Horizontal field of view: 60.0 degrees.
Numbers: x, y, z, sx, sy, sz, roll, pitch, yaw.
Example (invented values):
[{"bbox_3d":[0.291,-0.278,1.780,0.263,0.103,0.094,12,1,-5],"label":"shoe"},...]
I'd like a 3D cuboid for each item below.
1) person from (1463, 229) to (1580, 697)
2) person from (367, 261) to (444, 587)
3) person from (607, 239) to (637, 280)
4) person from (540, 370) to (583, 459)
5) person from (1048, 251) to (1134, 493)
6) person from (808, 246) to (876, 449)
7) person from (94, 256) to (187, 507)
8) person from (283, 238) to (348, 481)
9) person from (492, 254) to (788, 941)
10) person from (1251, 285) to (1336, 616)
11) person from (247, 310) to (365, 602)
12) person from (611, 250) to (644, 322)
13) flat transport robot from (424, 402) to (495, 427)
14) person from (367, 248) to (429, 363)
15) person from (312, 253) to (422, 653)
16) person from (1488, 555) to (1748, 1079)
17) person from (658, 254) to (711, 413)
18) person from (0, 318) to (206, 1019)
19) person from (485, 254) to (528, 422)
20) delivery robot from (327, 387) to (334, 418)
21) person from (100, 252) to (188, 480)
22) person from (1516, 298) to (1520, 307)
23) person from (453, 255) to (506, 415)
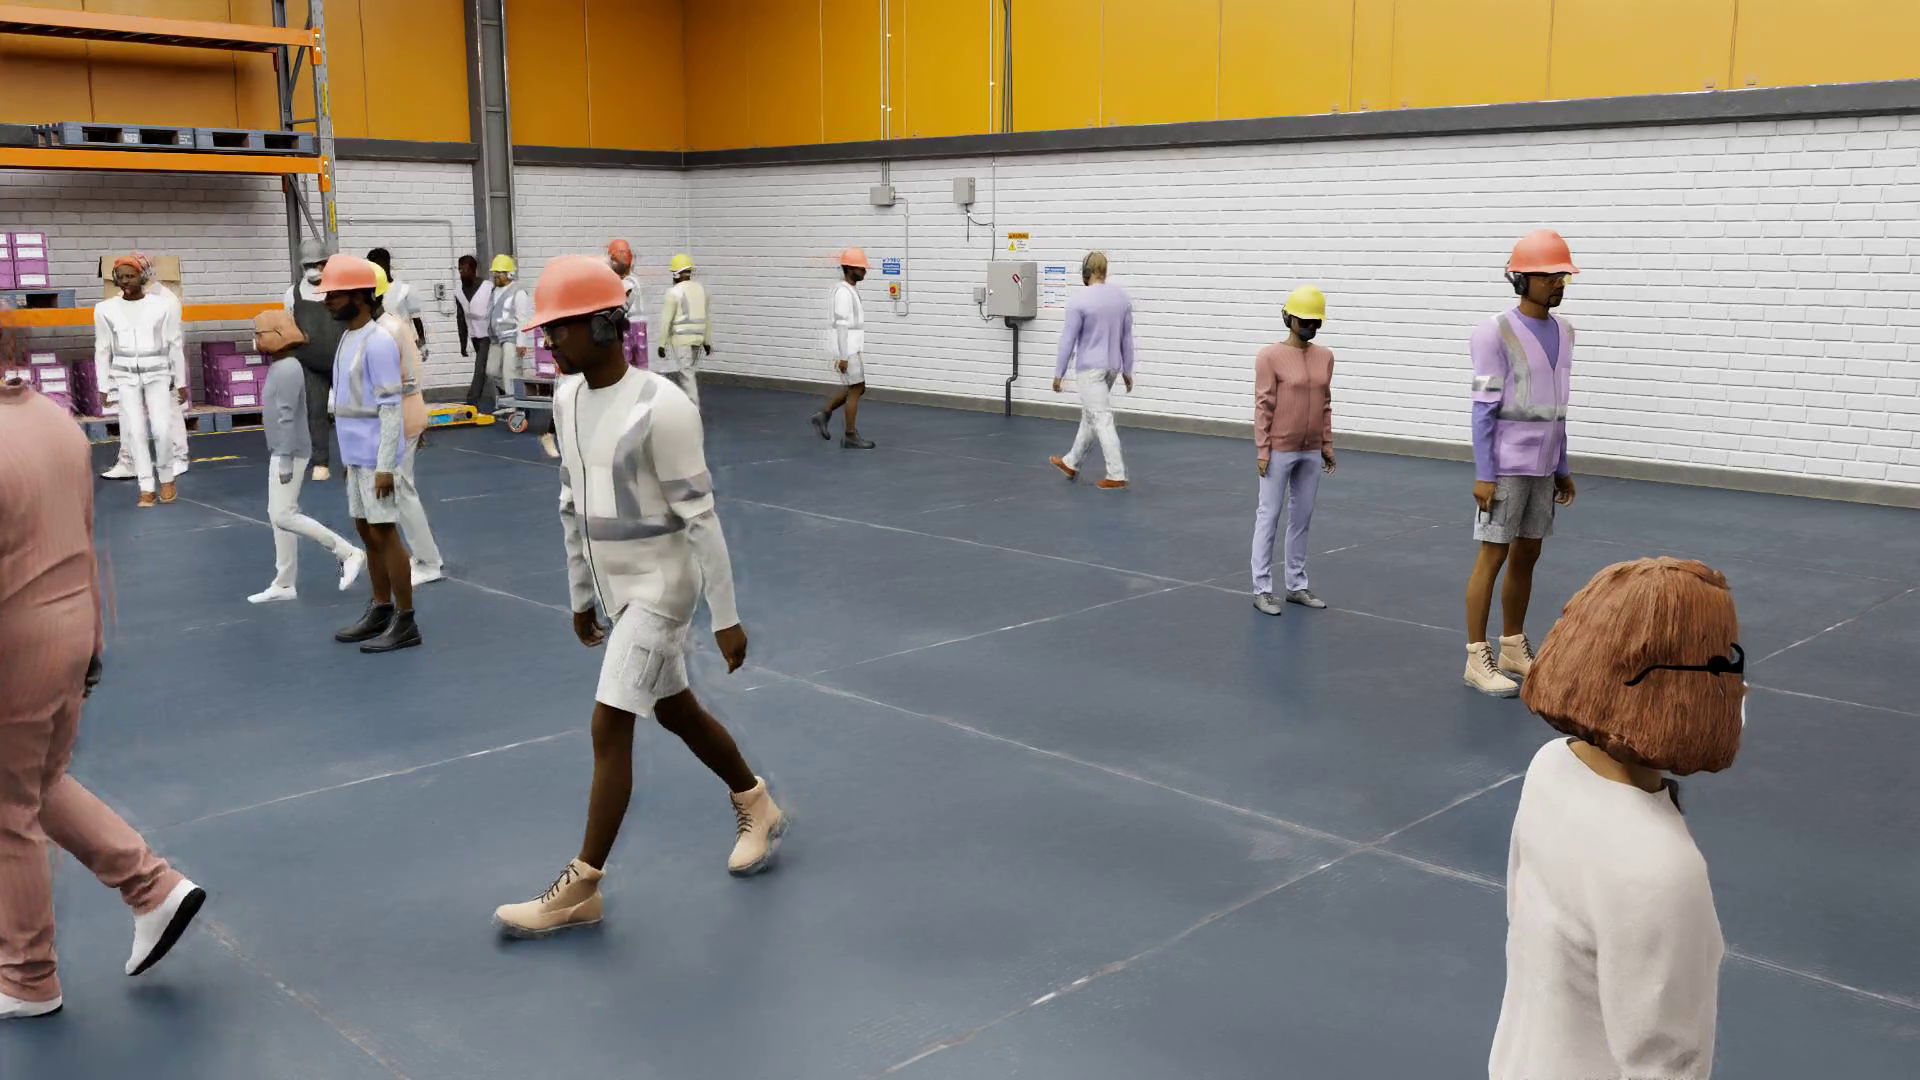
[{"bbox_3d":[2.506,-0.335,7.361,0.605,2.045,0.381,-7,12,-33],"label":"person"},{"bbox_3d":[-3.257,-0.650,9.518,0.506,1.879,0.618,-4,11,-21],"label":"person"},{"bbox_3d":[-3.843,-2.452,19.089,0.709,1.970,0.656,6,12,31],"label":"person"},{"bbox_3d":[-3.446,-1.527,14.896,0.814,1.666,0.531,8,13,37],"label":"person"},{"bbox_3d":[1.019,-1.352,13.325,0.658,1.885,1.000,-9,13,-39],"label":"person"},{"bbox_3d":[-1.109,-1.810,15.741,0.577,1.919,0.556,1,10,3],"label":"person"},{"bbox_3d":[-6.089,-1.165,12.362,0.601,1.866,0.429,-3,11,-15],"label":"person"},{"bbox_3d":[-5.303,-1.548,13.983,0.679,2.000,0.806,-2,11,-9],"label":"person"},{"bbox_3d":[-0.905,0.142,4.982,1.042,1.983,0.674,-9,13,-39],"label":"person"},{"bbox_3d":[1.805,-0.479,8.933,0.523,1.760,0.327,-6,12,-29],"label":"person"},{"bbox_3d":[-3.658,-0.456,9.170,0.527,1.620,0.513,-6,12,-28],"label":"person"},{"bbox_3d":[-3.774,-2.242,18.271,0.882,1.850,0.602,-2,11,-9],"label":"person"},{"bbox_3d":[-5.665,-1.282,17.363,0.652,0.197,1.431,9,14,41],"label":"flat transport robot"},{"bbox_3d":[-5.838,-2.056,17.151,0.661,1.914,0.993,0,10,2],"label":"person"},{"bbox_3d":[-2.906,-0.416,8.099,0.376,1.934,0.552,-8,13,-36],"label":"person"},{"bbox_3d":[0.829,0.822,2.169,0.283,1.633,0.501,1,10,4],"label":"person"},{"bbox_3d":[-3.016,-2.146,17.859,0.656,1.809,0.620,7,13,34],"label":"person"},{"bbox_3d":[-2.373,0.312,4.246,0.534,1.893,0.669,0,10,-1],"label":"person"},{"bbox_3d":[-4.933,-2.200,18.153,0.607,1.811,0.441,8,13,37],"label":"person"},{"bbox_3d":[-6.565,-1.488,17.457,0.707,0.478,0.477,2,10,9],"label":"delivery robot"},{"bbox_3d":[-6.754,-1.415,13.701,0.677,1.869,0.877,3,11,17],"label":"person"},{"bbox_3d":[4.569,-1.333,13.300,0.330,1.865,0.518,4,11,21],"label":"person"},{"bbox_3d":[-5.281,-2.224,18.339,0.605,1.808,1.171,6,12,28],"label":"person"}]
